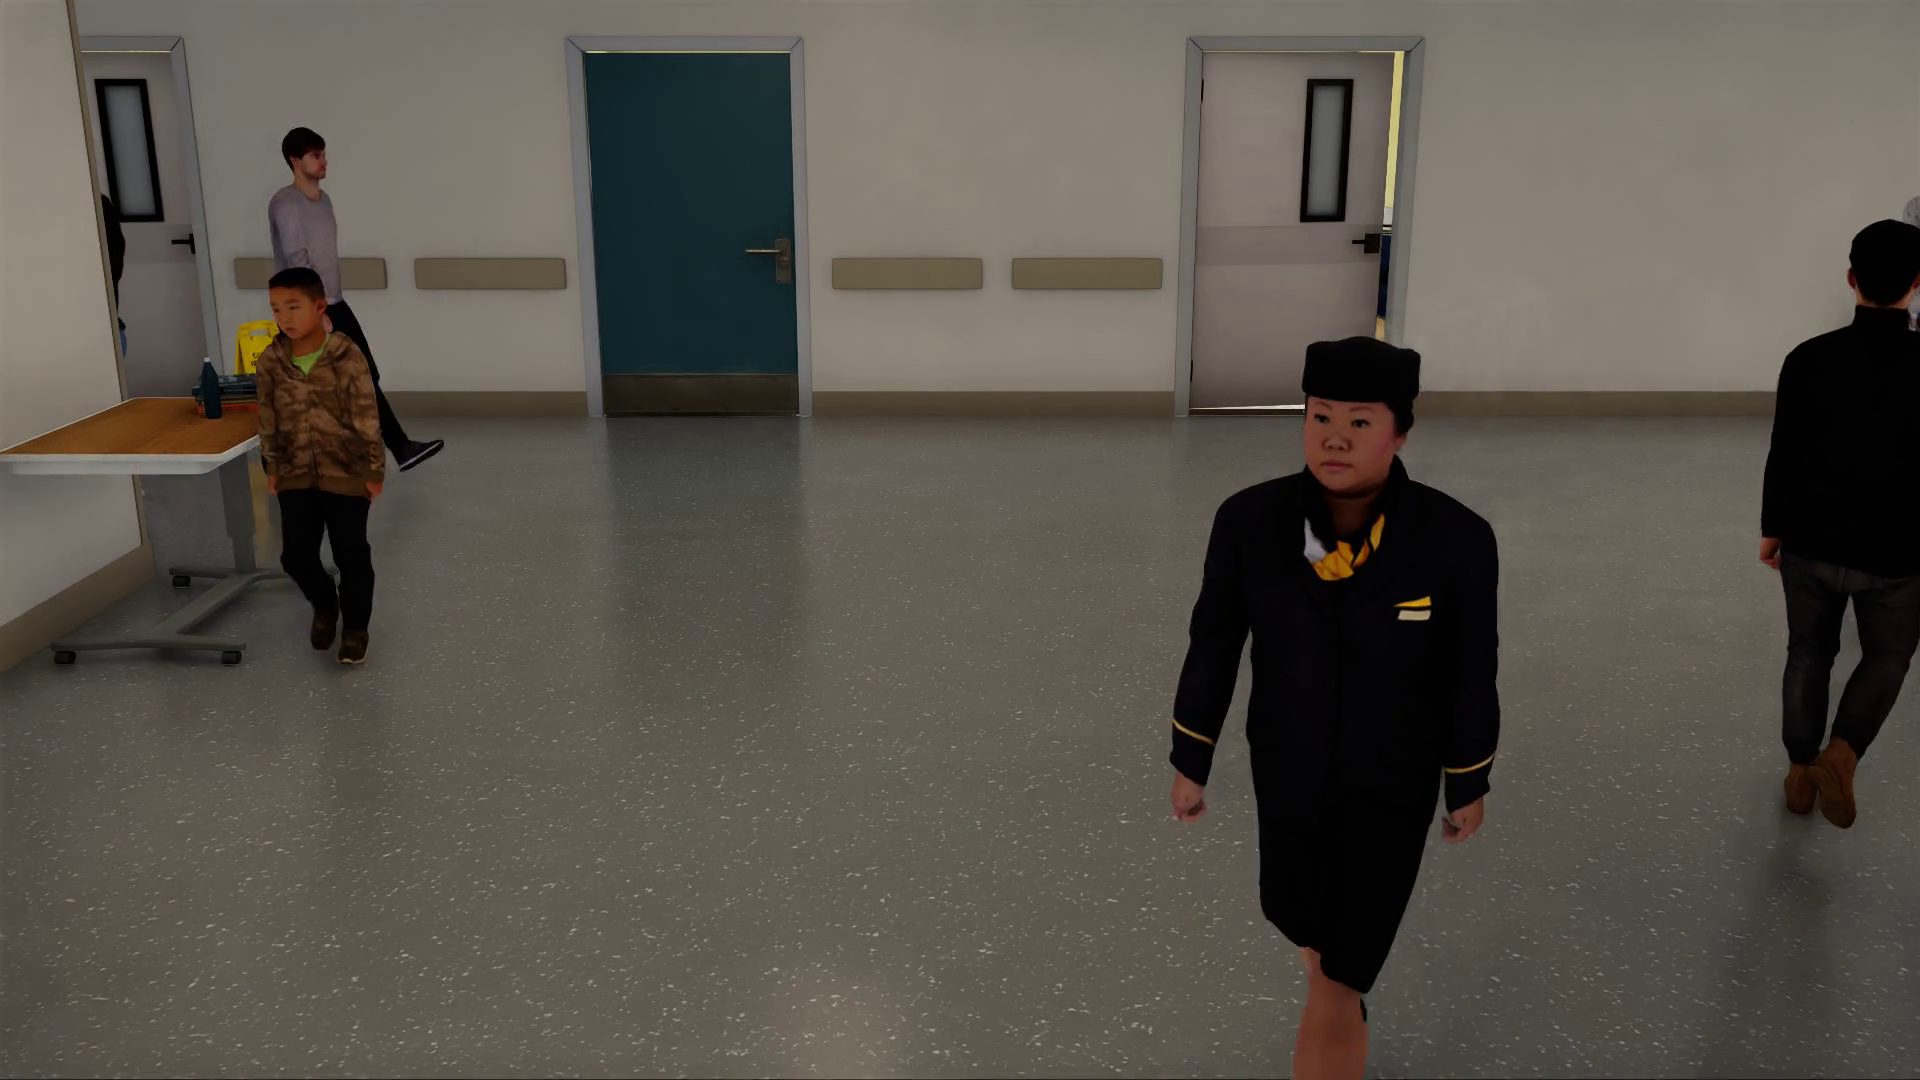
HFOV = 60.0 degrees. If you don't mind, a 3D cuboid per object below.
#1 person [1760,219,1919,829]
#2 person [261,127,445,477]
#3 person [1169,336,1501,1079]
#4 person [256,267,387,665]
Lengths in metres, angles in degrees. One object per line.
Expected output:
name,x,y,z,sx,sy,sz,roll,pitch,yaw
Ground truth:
person,2.481,-0.004,4.611,0.888,1.711,0.937,12,19,36
person,-3.409,-1.153,8.533,1.227,1.794,0.812,3,16,9
person,0.730,0.459,3.127,1.152,1.626,1.096,8,18,27
person,-2.306,-0.275,6.061,0.585,1.445,0.697,-3,16,-10
